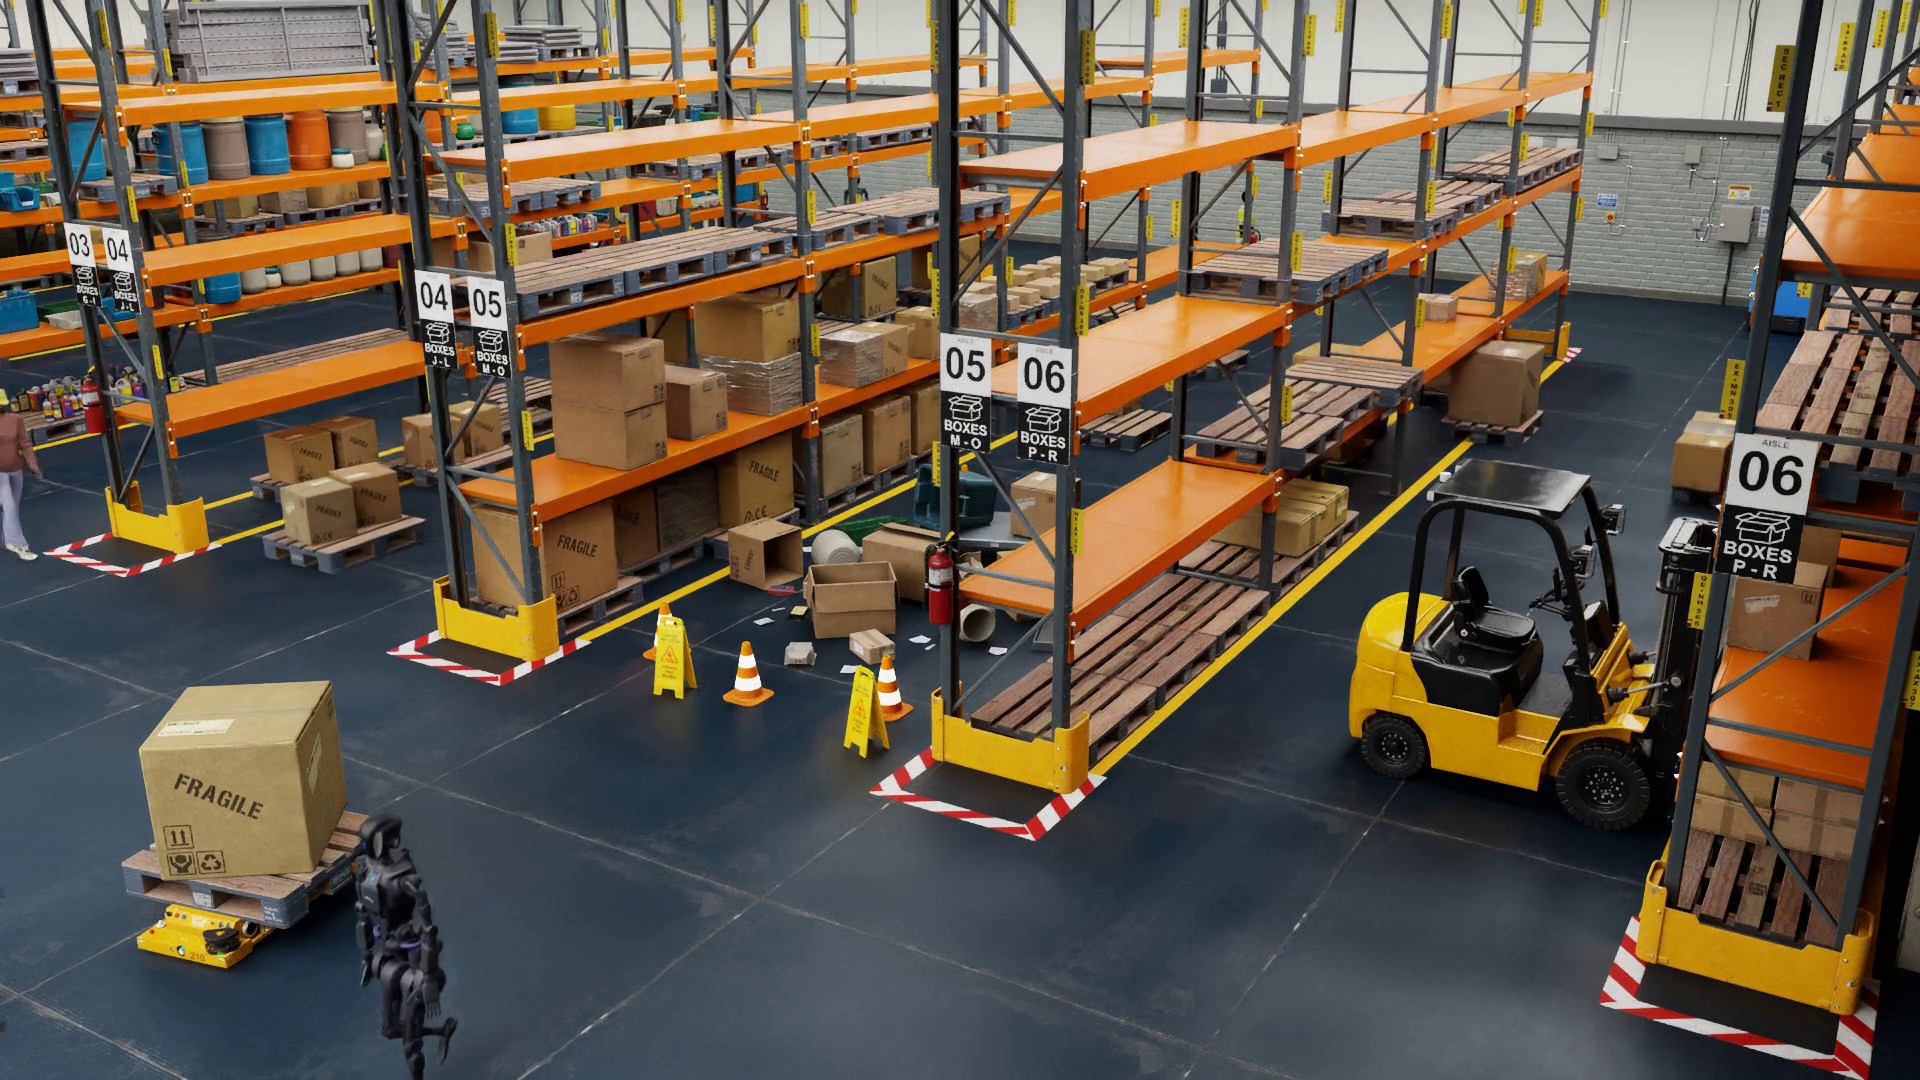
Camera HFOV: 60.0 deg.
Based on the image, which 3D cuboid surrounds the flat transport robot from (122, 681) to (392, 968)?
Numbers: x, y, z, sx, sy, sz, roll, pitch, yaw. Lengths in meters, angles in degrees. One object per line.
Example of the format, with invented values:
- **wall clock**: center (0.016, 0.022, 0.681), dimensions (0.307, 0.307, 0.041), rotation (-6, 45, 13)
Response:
- **flat transport robot**: center (-4.346, 2.161, 10.368), dimensions (0.659, 0.231, 1.431), rotation (6, 20, 18)

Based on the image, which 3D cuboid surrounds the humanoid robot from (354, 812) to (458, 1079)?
- **humanoid robot**: center (-2.751, 2.099, 8.408), dimensions (0.590, 1.644, 0.479), rotation (12, 22, 31)

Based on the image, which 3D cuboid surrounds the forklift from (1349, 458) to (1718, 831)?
- **forklift**: center (3.988, 0.658, 11.776), dimensions (2.313, 2.155, 1.214), rotation (11, 22, 29)

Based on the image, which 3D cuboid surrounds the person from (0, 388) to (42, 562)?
- **person**: center (-9.252, -0.649, 16.250), dimensions (0.817, 1.735, 0.527), rotation (9, 21, 25)

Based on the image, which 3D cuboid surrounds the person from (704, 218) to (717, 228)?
- **person**: center (-5.240, -7.063, 34.866), dimensions (0.489, 1.688, 0.352), rotation (-6, 20, -17)

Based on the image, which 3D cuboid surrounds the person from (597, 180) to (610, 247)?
- **person**: center (-6.630, -5.854, 31.225), dimensions (0.538, 1.779, 0.411), rotation (4, 19, 11)

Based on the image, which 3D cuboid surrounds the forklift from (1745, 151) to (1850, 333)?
- **forklift**: center (13.620, -4.667, 26.137), dimensions (1.873, 2.768, 1.129), rotation (11, 22, 29)

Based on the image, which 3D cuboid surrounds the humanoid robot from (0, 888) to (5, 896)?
- **humanoid robot**: center (-5.592, 1.894, 9.052), dimensions (0.598, 1.642, 0.611), rotation (12, 23, 32)

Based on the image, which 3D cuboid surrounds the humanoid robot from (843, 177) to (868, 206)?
- **humanoid robot**: center (-2.124, -6.452, 33.161), dimensions (0.600, 1.632, 0.731), rotation (-10, 21, -27)

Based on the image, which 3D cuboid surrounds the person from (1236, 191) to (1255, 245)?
- **person**: center (5.231, -5.564, 30.513), dimensions (0.318, 1.696, 0.534), rotation (10, 21, 26)
